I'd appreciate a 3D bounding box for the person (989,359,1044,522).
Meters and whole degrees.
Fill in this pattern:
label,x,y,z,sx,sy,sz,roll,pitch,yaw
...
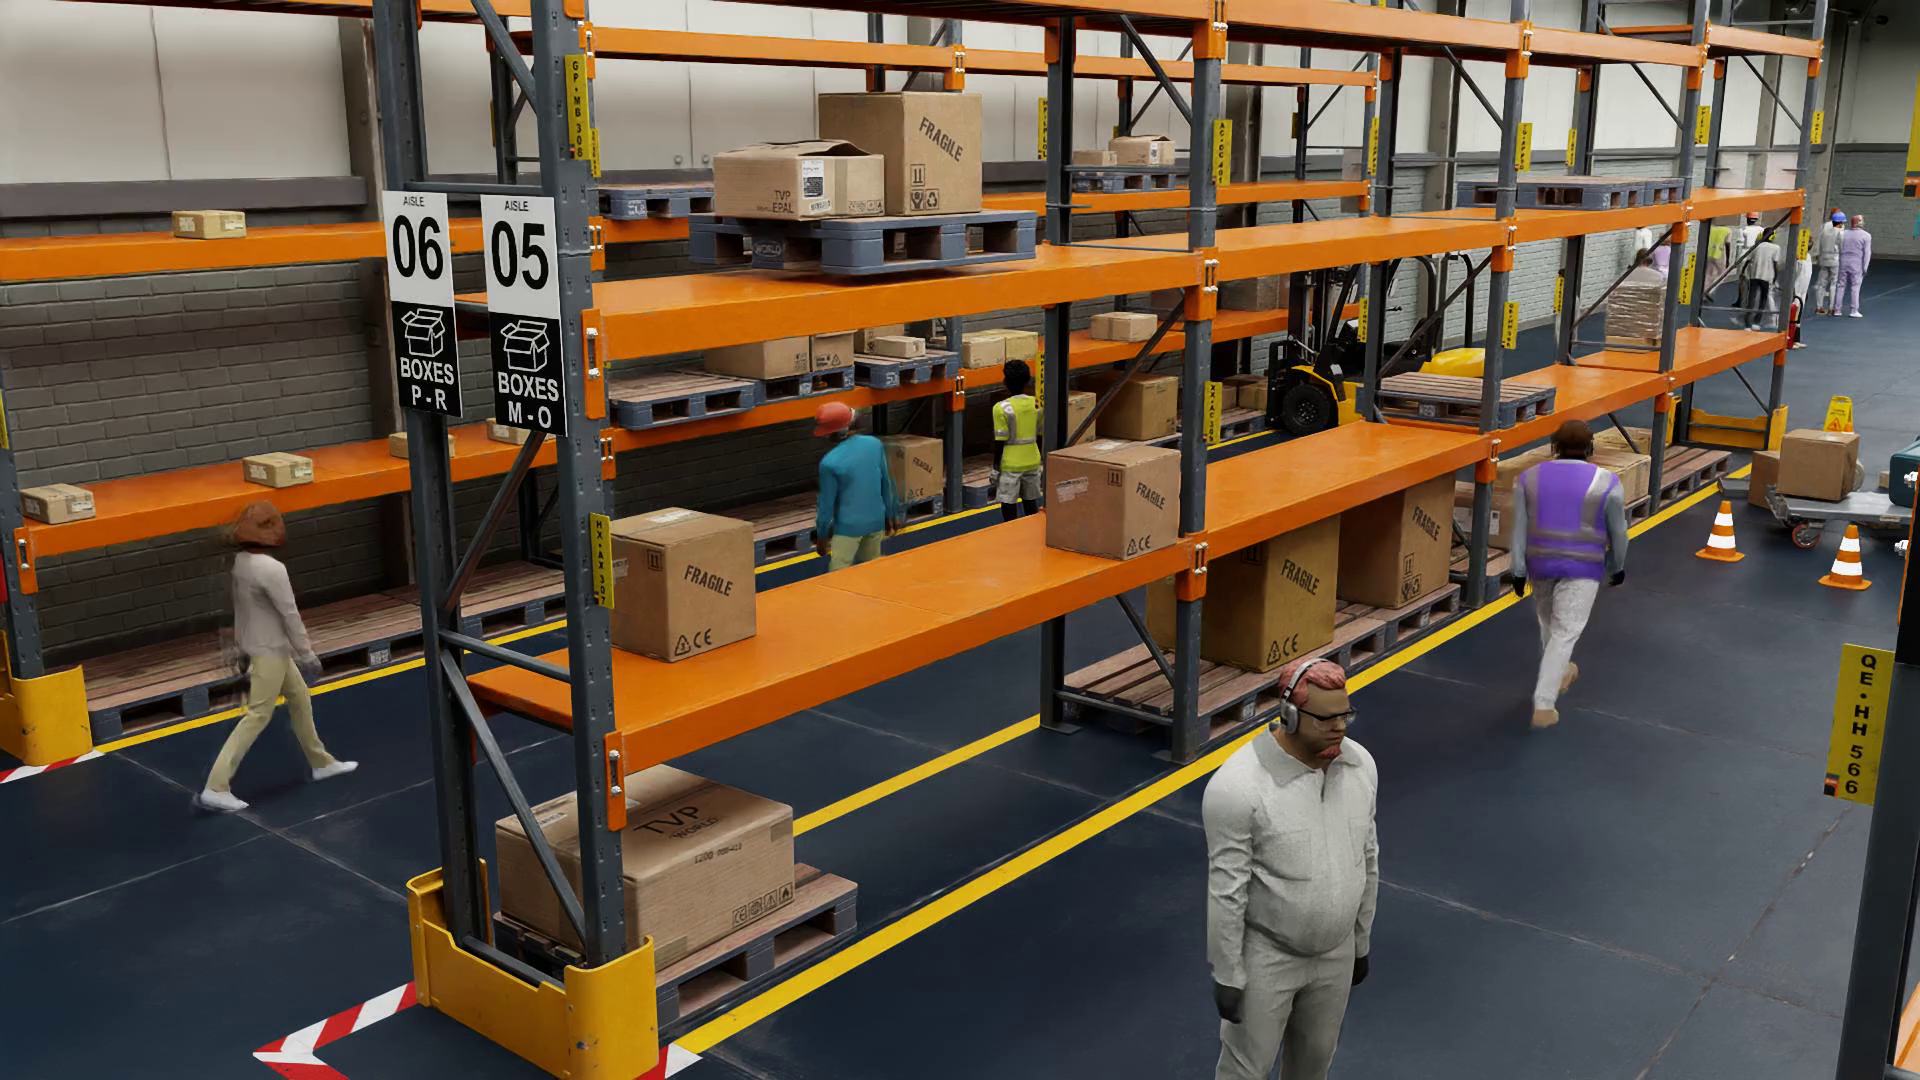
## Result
label,x,y,z,sx,sy,sz,roll,pitch,yaw
person,0.447,-0.581,13.141,0.542,1.697,0.316,-12,18,-40

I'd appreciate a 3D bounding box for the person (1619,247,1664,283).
label,x,y,z,sx,sy,sz,roll,pitch,yaw
person,9.235,-3.046,22.776,0.885,1.909,0.637,-9,16,-32

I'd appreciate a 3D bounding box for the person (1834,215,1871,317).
label,x,y,z,sx,sy,sz,roll,pitch,yaw
person,16.810,-5.158,31.354,0.399,1.905,0.642,-11,18,-38

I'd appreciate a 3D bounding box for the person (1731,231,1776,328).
label,x,y,z,sx,sy,sz,roll,pitch,yaw
person,14.316,-4.657,29.746,0.487,1.694,0.919,-5,15,-20

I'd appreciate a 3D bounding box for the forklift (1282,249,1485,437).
label,x,y,z,sx,sy,sz,roll,pitch,yaw
forklift,4.886,-2.214,18.767,2.313,2.155,1.214,11,18,38

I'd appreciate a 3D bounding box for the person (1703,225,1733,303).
label,x,y,z,sx,sy,sz,roll,pitch,yaw
person,15.345,-5.712,33.776,0.449,1.817,0.684,-9,17,-34

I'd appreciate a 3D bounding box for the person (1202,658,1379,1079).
label,x,y,z,sx,sy,sz,roll,pitch,yaw
person,1.048,1.275,5.184,0.636,1.899,0.401,-7,15,-26

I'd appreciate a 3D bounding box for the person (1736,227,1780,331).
label,x,y,z,sx,sy,sz,roll,pitch,yaw
person,13.881,-4.518,28.902,0.704,1.822,0.821,9,17,33

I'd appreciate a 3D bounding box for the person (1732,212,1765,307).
label,x,y,z,sx,sy,sz,roll,pitch,yaw
person,15.655,-5.594,33.055,0.547,1.938,0.377,0,14,0

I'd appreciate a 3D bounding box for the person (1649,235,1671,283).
label,x,y,z,sx,sy,sz,roll,pitch,yaw
person,12.851,-4.797,30.483,0.540,1.610,0.435,8,16,30

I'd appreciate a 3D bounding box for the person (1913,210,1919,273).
label,x,y,z,sx,sy,sz,roll,pitch,yaw
person,23.867,-7.537,41.037,0.606,1.897,0.512,13,19,43

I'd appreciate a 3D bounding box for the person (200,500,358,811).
label,x,y,z,sx,sy,sz,roll,pitch,yaw
person,-3.612,0.582,8.625,0.852,1.592,0.500,-11,18,-38

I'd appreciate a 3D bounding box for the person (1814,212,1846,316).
label,x,y,z,sx,sy,sz,roll,pitch,yaw
person,16.578,-5.243,31.606,0.388,1.948,0.605,-6,15,-24

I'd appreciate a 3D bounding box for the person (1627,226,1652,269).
label,x,y,z,sx,sy,sz,roll,pitch,yaw
person,13.278,-5.387,32.438,0.772,1.845,0.540,-13,19,-42

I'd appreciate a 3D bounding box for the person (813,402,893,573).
label,x,y,z,sx,sy,sz,roll,pitch,yaw
person,-0.700,-0.101,11.184,0.644,1.704,0.327,-13,19,-42

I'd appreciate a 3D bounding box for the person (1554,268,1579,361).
label,x,y,z,sx,sy,sz,roll,pitch,yaw
person,7.136,-2.282,19.715,0.323,1.871,0.530,5,15,19

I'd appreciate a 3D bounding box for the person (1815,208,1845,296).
label,x,y,z,sx,sy,sz,roll,pitch,yaw
person,18.409,-6.095,35.267,0.564,1.859,0.607,-5,15,-20

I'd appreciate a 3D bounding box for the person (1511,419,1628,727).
label,x,y,z,sx,sy,sz,roll,pitch,yaw
person,3.622,0.170,9.926,0.610,1.783,0.995,11,18,38

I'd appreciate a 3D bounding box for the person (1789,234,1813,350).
label,x,y,z,sx,sy,sz,roll,pitch,yaw
person,13.460,-3.981,26.679,0.508,1.847,0.345,-11,18,-39
